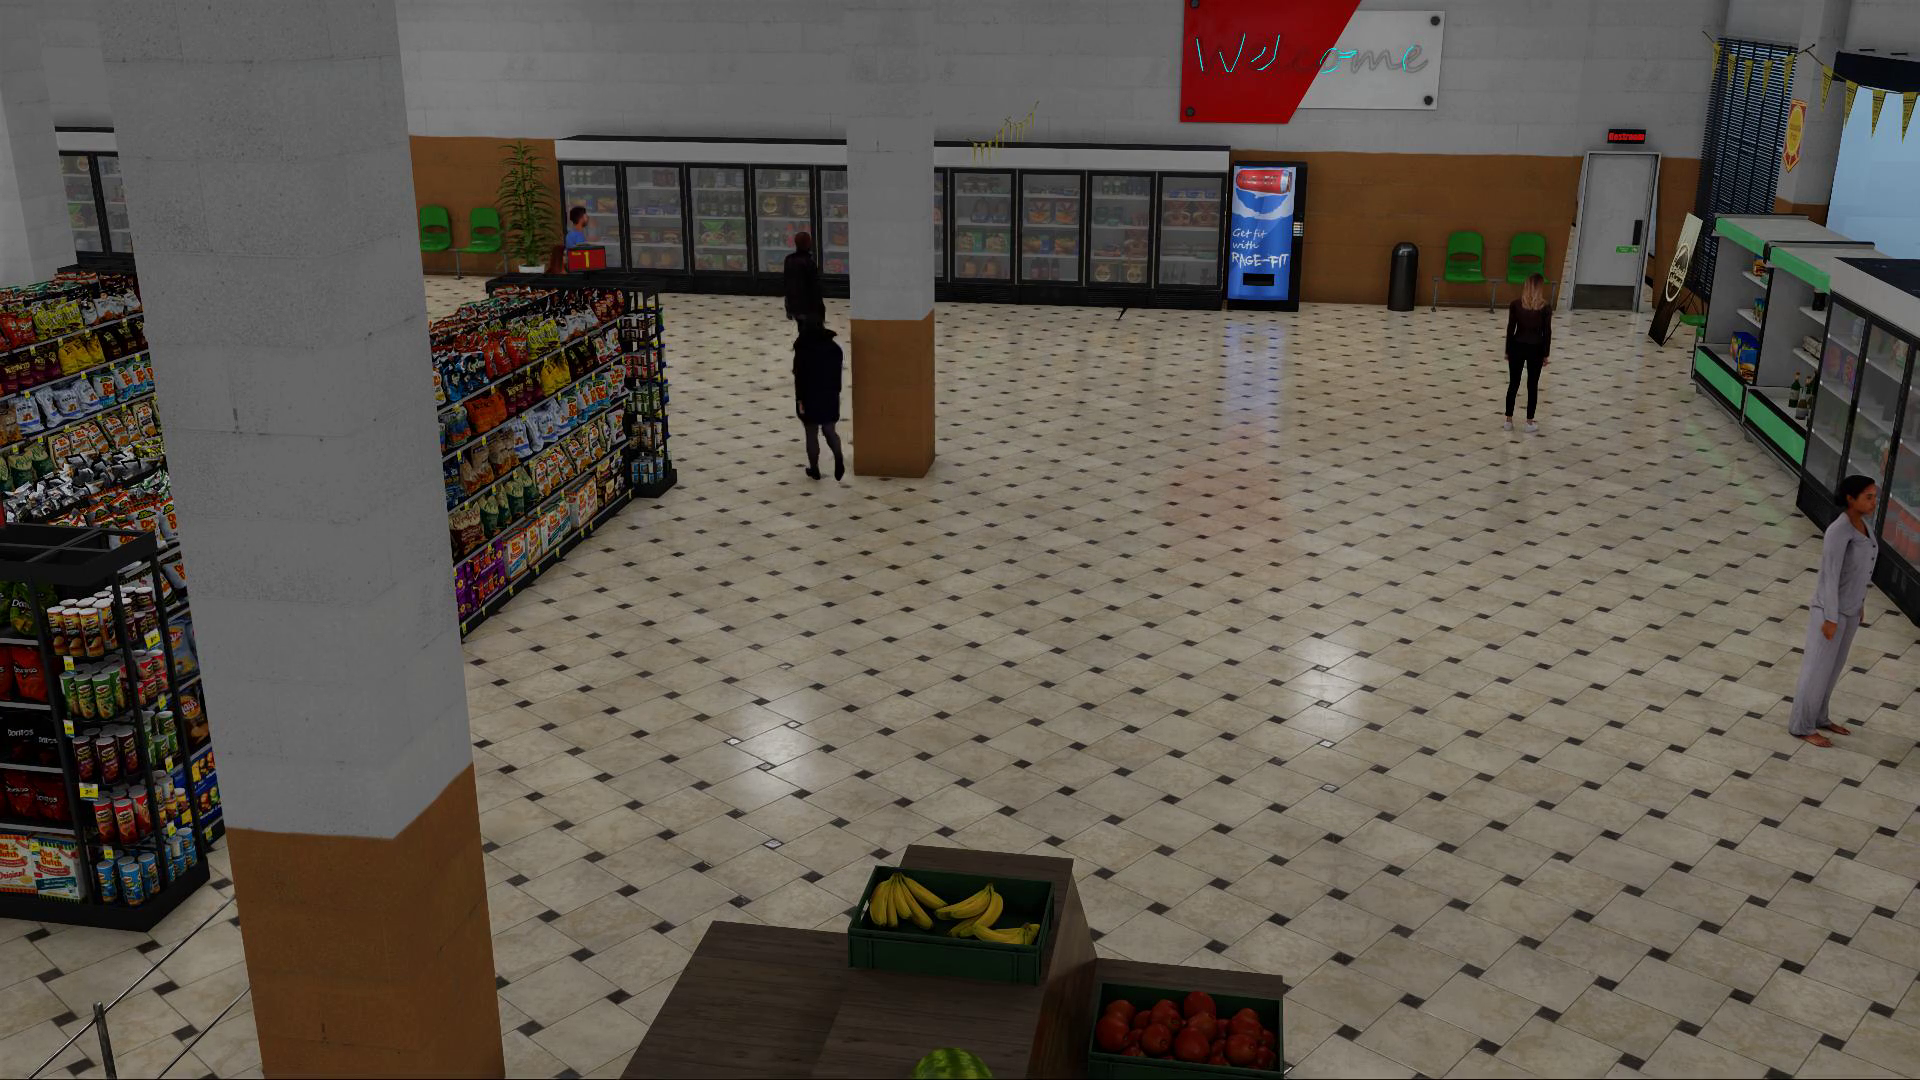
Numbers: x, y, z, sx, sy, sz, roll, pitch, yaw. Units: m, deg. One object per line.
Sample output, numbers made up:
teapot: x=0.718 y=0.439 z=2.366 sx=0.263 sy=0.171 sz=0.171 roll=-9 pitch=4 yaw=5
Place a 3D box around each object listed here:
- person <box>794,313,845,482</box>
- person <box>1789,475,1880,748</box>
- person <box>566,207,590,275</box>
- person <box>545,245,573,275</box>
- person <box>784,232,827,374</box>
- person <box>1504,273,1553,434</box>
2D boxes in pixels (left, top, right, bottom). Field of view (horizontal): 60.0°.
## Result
person: x=-1.308 y=-1.333 z=15.851 sx=0.964 sy=1.659 sz=1.059 roll=-10 pitch=21 yaw=-27
person: x=5.549 y=0.420 z=10.531 sx=0.683 sy=1.737 sz=0.771 roll=-16 pitch=24 yaw=-39
person: x=-5.038 y=-3.384 z=21.642 sx=0.888 sy=1.847 sz=0.829 roll=-12 pitch=22 yaw=-33
person: x=-4.794 y=-2.642 z=19.725 sx=0.981 sy=1.666 sz=1.166 roll=13 pitch=22 yaw=33
person: x=-1.943 y=-2.755 z=19.837 sx=0.847 sy=1.808 sz=0.877 roll=17 pitch=25 yaw=42
person: x=6.050 y=-2.003 z=17.770 sx=0.667 sy=1.703 sz=0.615 roll=10 pitch=21 yaw=28
